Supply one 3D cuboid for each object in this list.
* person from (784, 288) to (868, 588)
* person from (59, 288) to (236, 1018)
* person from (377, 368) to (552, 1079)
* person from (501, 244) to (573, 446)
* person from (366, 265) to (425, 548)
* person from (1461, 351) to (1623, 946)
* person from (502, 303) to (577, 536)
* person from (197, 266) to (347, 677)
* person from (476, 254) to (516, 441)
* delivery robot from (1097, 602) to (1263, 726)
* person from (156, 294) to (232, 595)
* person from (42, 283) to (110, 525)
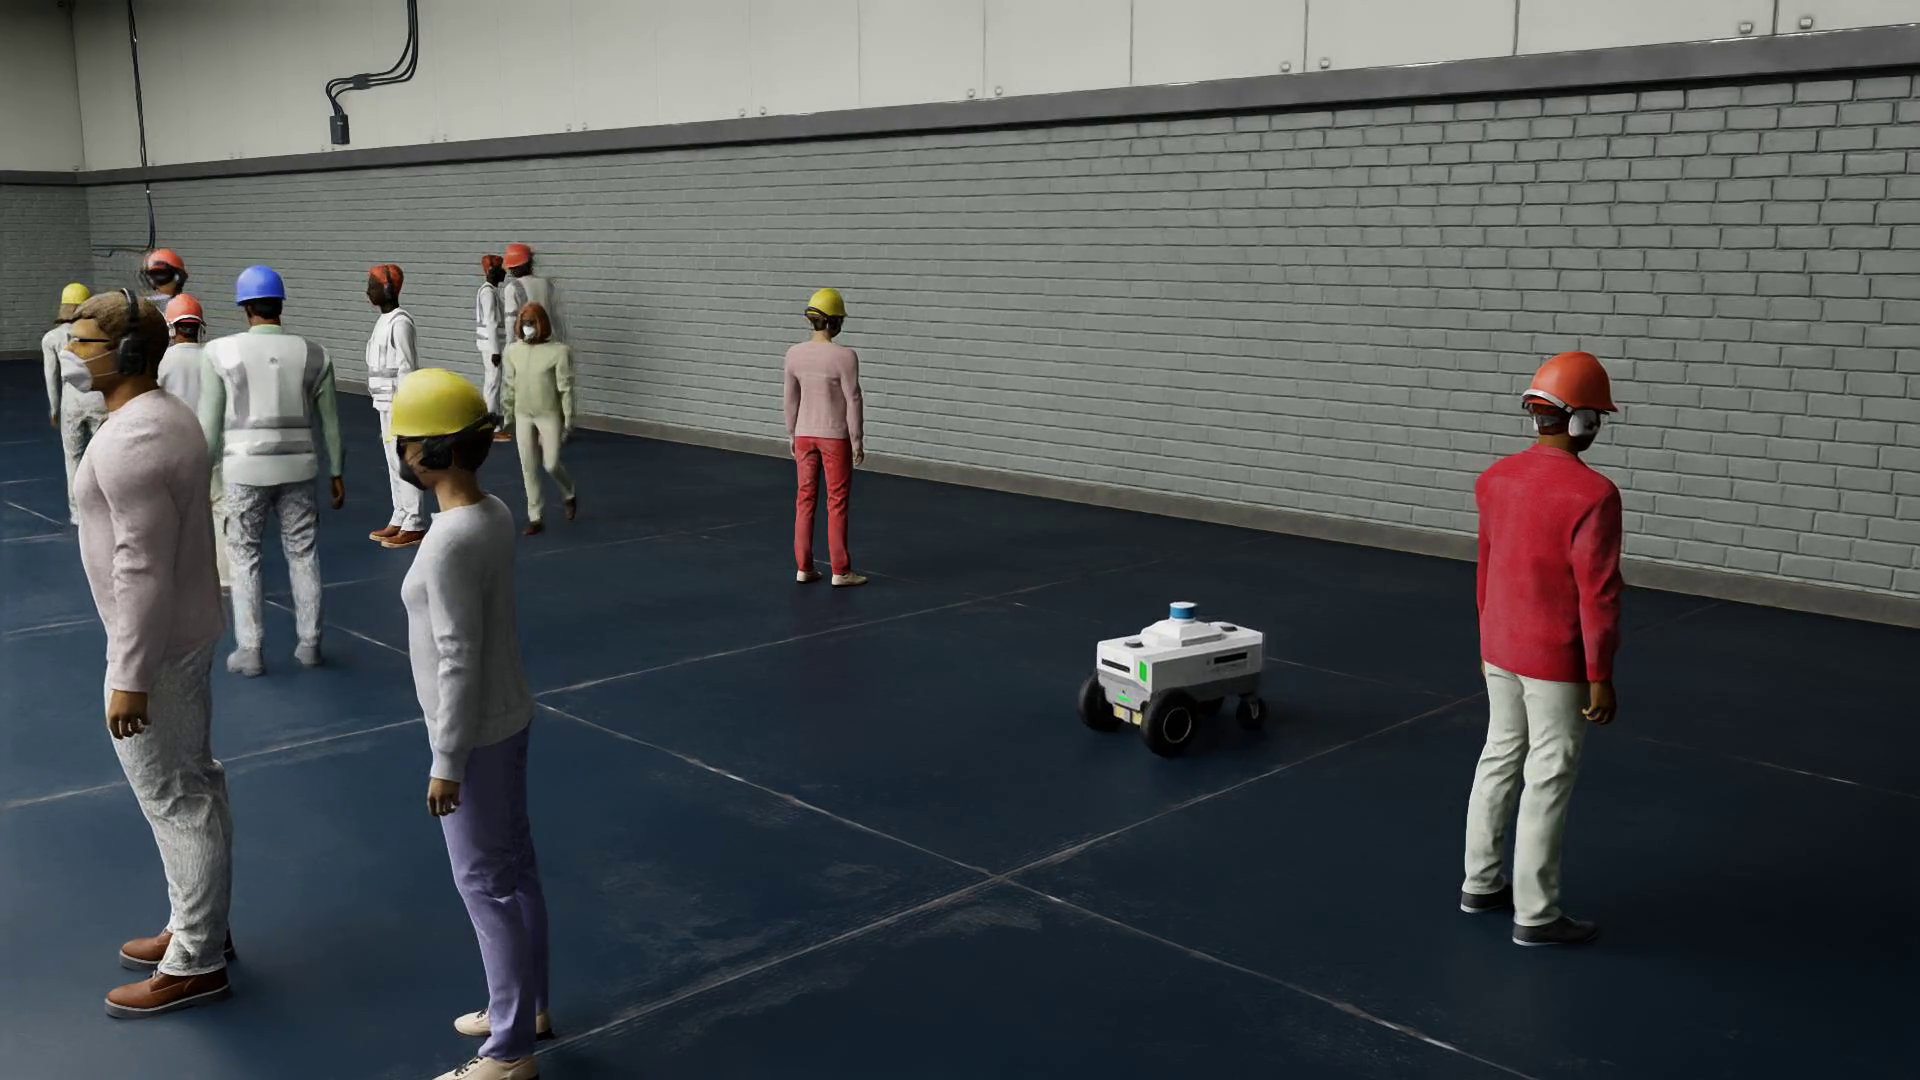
[{"bbox_3d":[-0.790,-0.601,9.870,0.533,1.767,0.323,6,12,29],"label":"person"},{"bbox_3d":[-2.173,0.302,4.479,0.371,1.939,0.630,-3,11,-18],"label":"person"},{"bbox_3d":[-1.206,0.468,4.043,0.327,1.767,0.533,-1,10,-3],"label":"person"},{"bbox_3d":[-4.194,-1.915,16.440,0.376,2.003,0.745,7,13,35],"label":"person"},{"bbox_3d":[-3.796,-0.894,11.152,0.355,1.882,0.576,-6,12,-31],"label":"person"},{"bbox_3d":[1.749,0.319,4.924,0.352,1.744,0.570,-3,11,-17],"label":"person"},{"bbox_3d":[-2.930,-0.851,11.649,0.504,1.620,0.441,2,11,11],"label":"person"},{"bbox_3d":[-3.284,-0.324,7.919,0.678,1.937,0.435,-9,13,-39],"label":"person"},{"bbox_3d":[-4.722,-1.942,16.862,0.337,1.882,0.584,-3,11,-16],"label":"person"},{"bbox_3d":[0.920,0.501,6.909,0.707,0.478,0.477,-7,13,-33],"label":"delivery robot"},{"bbox_3d":[-4.396,-0.526,9.530,0.568,1.746,0.343,-9,14,-41],"label":"person"},{"bbox_3d":[-6.263,-0.967,11.944,0.489,1.740,0.321,-4,11,-20],"label":"person"}]
